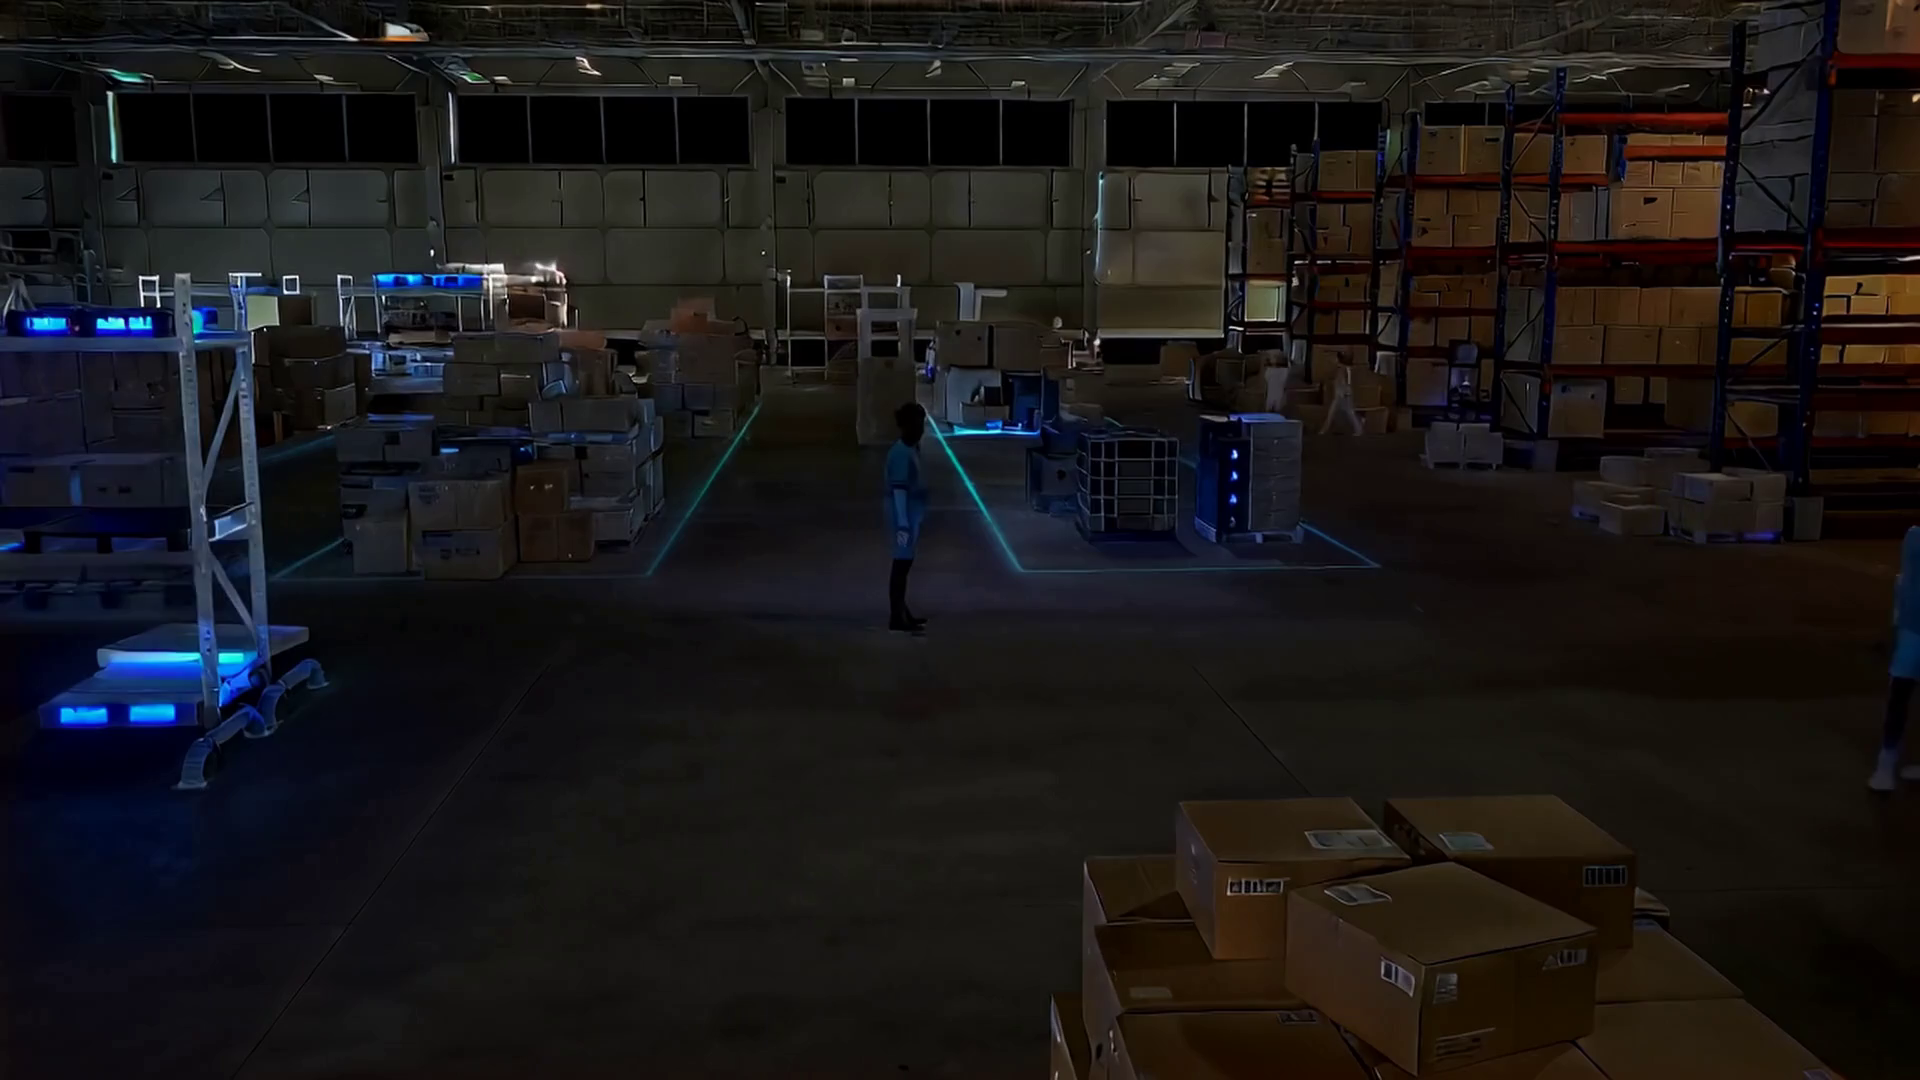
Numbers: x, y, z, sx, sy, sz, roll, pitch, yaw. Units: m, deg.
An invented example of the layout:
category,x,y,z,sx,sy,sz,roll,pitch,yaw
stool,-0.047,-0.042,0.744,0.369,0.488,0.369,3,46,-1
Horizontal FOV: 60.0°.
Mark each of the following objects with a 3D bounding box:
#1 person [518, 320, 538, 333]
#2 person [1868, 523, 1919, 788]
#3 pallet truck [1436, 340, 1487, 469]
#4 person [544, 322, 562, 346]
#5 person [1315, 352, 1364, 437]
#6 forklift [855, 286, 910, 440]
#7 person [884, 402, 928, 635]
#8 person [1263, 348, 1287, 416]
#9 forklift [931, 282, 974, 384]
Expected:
category,x,y,z,sx,sy,sz,roll,pitch,yaw
person,-11.301,-4.853,43.647,0.646,1.886,1.060,-2,9,-12
person,5.638,0.555,9.695,0.884,1.870,0.626,-6,11,-34
pallet truck,8.004,-2.170,26.422,0.823,1.965,1.885,2,9,14
person,-9.686,-4.197,39.385,0.543,1.928,0.391,-8,12,-40
person,7.149,-2.702,31.049,0.877,1.597,0.522,4,10,22
forklift,-1.390,-3.335,30.969,1.129,2.768,1.873,-1,9,-5
person,-0.453,-0.190,14.085,0.366,1.962,0.614,1,9,5
person,5.155,-2.220,27.212,0.423,1.846,0.548,-7,11,-36
forklift,0.169,-5.571,45.011,1.873,2.768,1.129,-1,9,-4
